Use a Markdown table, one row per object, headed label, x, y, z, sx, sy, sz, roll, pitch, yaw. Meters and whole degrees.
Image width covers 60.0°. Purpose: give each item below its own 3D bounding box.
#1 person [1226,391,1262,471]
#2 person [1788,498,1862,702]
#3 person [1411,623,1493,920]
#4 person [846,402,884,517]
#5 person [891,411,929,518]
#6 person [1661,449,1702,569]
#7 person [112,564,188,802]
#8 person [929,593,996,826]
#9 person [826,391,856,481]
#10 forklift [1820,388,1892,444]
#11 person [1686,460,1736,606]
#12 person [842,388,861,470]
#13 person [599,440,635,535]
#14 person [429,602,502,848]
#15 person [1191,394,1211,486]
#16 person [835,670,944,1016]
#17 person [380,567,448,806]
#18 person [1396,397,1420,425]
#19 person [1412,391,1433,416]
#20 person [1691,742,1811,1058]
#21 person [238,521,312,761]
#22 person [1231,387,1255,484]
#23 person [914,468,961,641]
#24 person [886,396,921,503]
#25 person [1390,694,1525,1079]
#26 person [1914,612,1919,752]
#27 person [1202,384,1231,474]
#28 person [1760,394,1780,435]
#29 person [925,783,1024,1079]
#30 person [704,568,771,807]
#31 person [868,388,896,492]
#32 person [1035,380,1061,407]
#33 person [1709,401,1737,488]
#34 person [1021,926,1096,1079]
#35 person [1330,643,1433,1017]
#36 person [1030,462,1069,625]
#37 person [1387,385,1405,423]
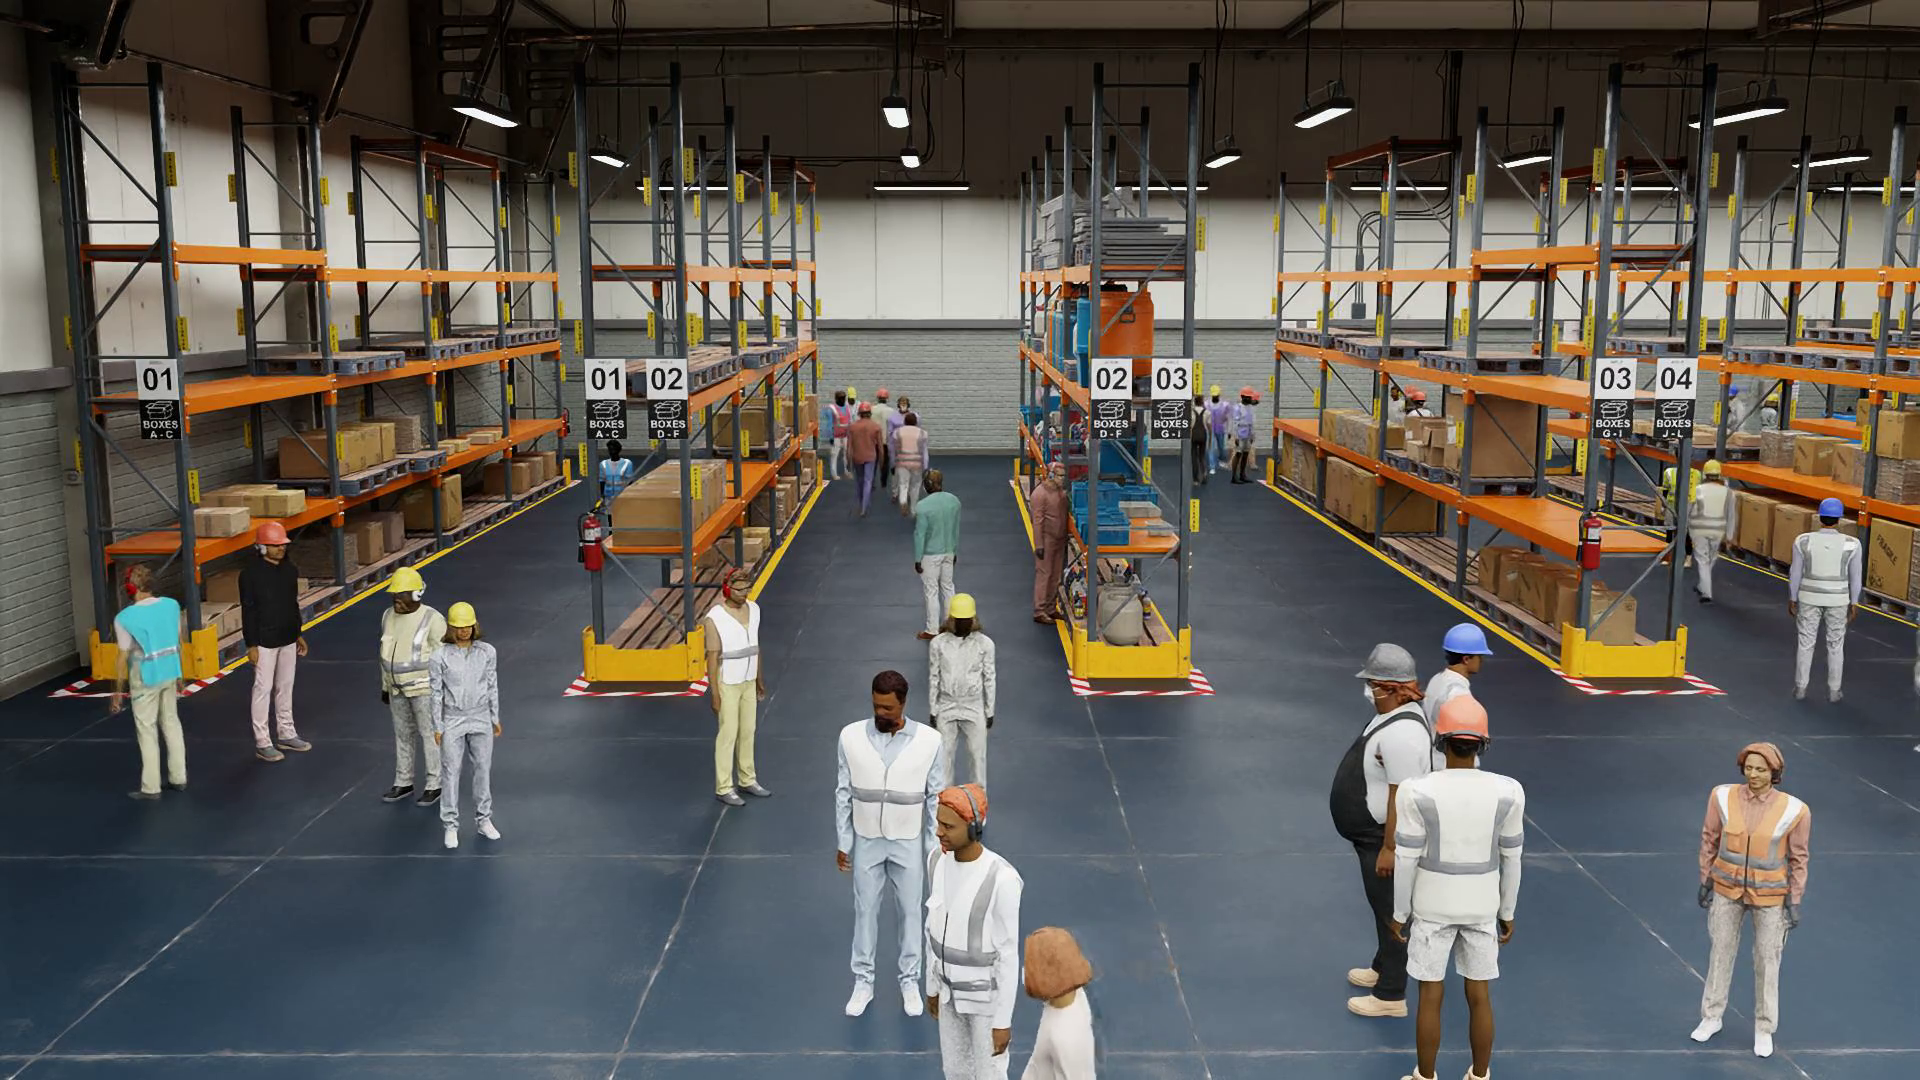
| label | x | y | z | sx | sy | sz | roll | pitch | yaw |
| --- | --- | --- | --- | --- | --- | --- | --- | --- | --- |
| person | 5.949 | -2.265 | 34.820 | 0.795 | 1.710 | 0.591 | -1 | 9 | -4 |
| person | 8.207 | 0.566 | 15.798 | 0.614 | 1.947 | 0.389 | 4 | 10 | 26 |
| person | 2.993 | 1.458 | 10.139 | 0.438 | 1.934 | 0.622 | 1 | 9 | 6 |
| person | -1.618 | -1.387 | 28.381 | 0.632 | 1.948 | 1.039 | 1 | 9 | 7 |
| person | -0.844 | -1.244 | 27.881 | 0.656 | 1.820 | 0.648 | 1 | 9 | 3 |
| person | 10.032 | -0.451 | 23.169 | 0.535 | 1.691 | 0.319 | 8 | 12 | 40 |
| person | -6.188 | 1.092 | 12.751 | 0.403 | 1.844 | 0.572 | 3 | 9 | 21 |
| person | 0.016 | 1.240 | 12.157 | 0.487 | 1.738 | 0.321 | 1 | 9 | 5 |
| person | -2.345 | -2.069 | 33.167 | 0.657 | 1.813 | 0.703 | -8 | 12 | -43 |
| forklift | 20.072 | -3.110 | 36.462 | 1.873 | 2.768 | 1.129 | 0 | 9 | 0 |
| person | 9.248 | -0.096 | 20.613 | 0.591 | 1.787 | 0.949 | 0 | 9 | 2 |
| person | -2.296 | -2.304 | 34.893 | 0.616 | 1.761 | 0.898 | -3 | 9 | -18 |
| person | -5.024 | -0.635 | 24.357 | 0.536 | 1.690 | 0.320 | 1 | 9 | 8 |
| person | -3.488 | 1.294 | 11.774 | 0.494 | 1.743 | 0.304 | -6 | 11 | -34 |
| person | 4.621 | -1.951 | 32.395 | 0.509 | 1.823 | 0.425 | -1 | 9 | -4 |
| person | -0.383 | 1.632 | 9.055 | 0.587 | 1.914 | 0.390 | 0 | 9 | 2 |
| person | -4.180 | 1.110 | 12.664 | 0.586 | 1.835 | 0.403 | 4 | 10 | 22 |
| person | 8.427 | -1.779 | 31.235 | 0.573 | 1.846 | 0.576 | 3 | 9 | 21 |
| person | 8.606 | -1.828 | 31.273 | 0.544 | 1.929 | 0.389 | -4 | 10 | -23 |
| person | 4.087 | 1.838 | 8.603 | 0.512 | 1.642 | 0.311 | 7 | 11 | 37 |
| person | -5.733 | 0.832 | 13.933 | 0.378 | 1.996 | 0.611 | 4 | 10 | 22 |
| person | 5.603 | -2.056 | 32.749 | 0.546 | 1.929 | 0.381 | -8 | 12 | -42 |
| person | -0.261 | 0.169 | 18.430 | 0.635 | 1.929 | 0.378 | -8 | 12 | -42 |
| person | -1.017 | -1.627 | 29.940 | 0.628 | 1.940 | 0.373 | -1 | 9 | -8 |
| person | 2.353 | 1.740 | 7.942 | 0.608 | 2.044 | 0.377 | 0 | 9 | -1 |
| person | 8.391 | 0.934 | 14.129 | 0.557 | 1.731 | 0.489 | -3 | 9 | -21 |
| person | 5.359 | -2.335 | 34.731 | 0.606 | 1.877 | 0.905 | 2 | 9 | 12 |
| person | 16.347 | -2.091 | 33.590 | 0.325 | 1.729 | 0.494 | -1 | 9 | -4 |
| person | 0.042 | 1.953 | 7.115 | 0.356 | 1.879 | 0.576 | -7 | 11 | -38 |
| person | -1.726 | 1.109 | 12.691 | 0.401 | 1.831 | 0.571 | 5 | 10 | 31 |
| person | -1.498 | -1.881 | 31.477 | 0.638 | 1.967 | 0.596 | 1 | 9 | 8 |
| person | 1.928 | -2.682 | 36.397 | 0.688 | 2.000 | 0.905 | 5 | 10 | 31 |
| person | 14.730 | -1.867 | 32.184 | 0.503 | 1.727 | 0.566 | 4 | 10 | 26 |
| person | 0.382 | 2.225 | 6.288 | 0.839 | 1.582 | 0.487 | 2 | 9 | 10 |
| person | 2.294 | 1.562 | 9.098 | 0.538 | 2.000 | 0.689 | 2 | 9 | 15 |
| person | 1.077 | 0.028 | 19.443 | 0.400 | 1.898 | 0.650 | 6 | 11 | 34 |
| person | 8.984 | -2.269 | 34.342 | 0.330 | 1.860 | 0.504 | -7 | 11 | -38 |
